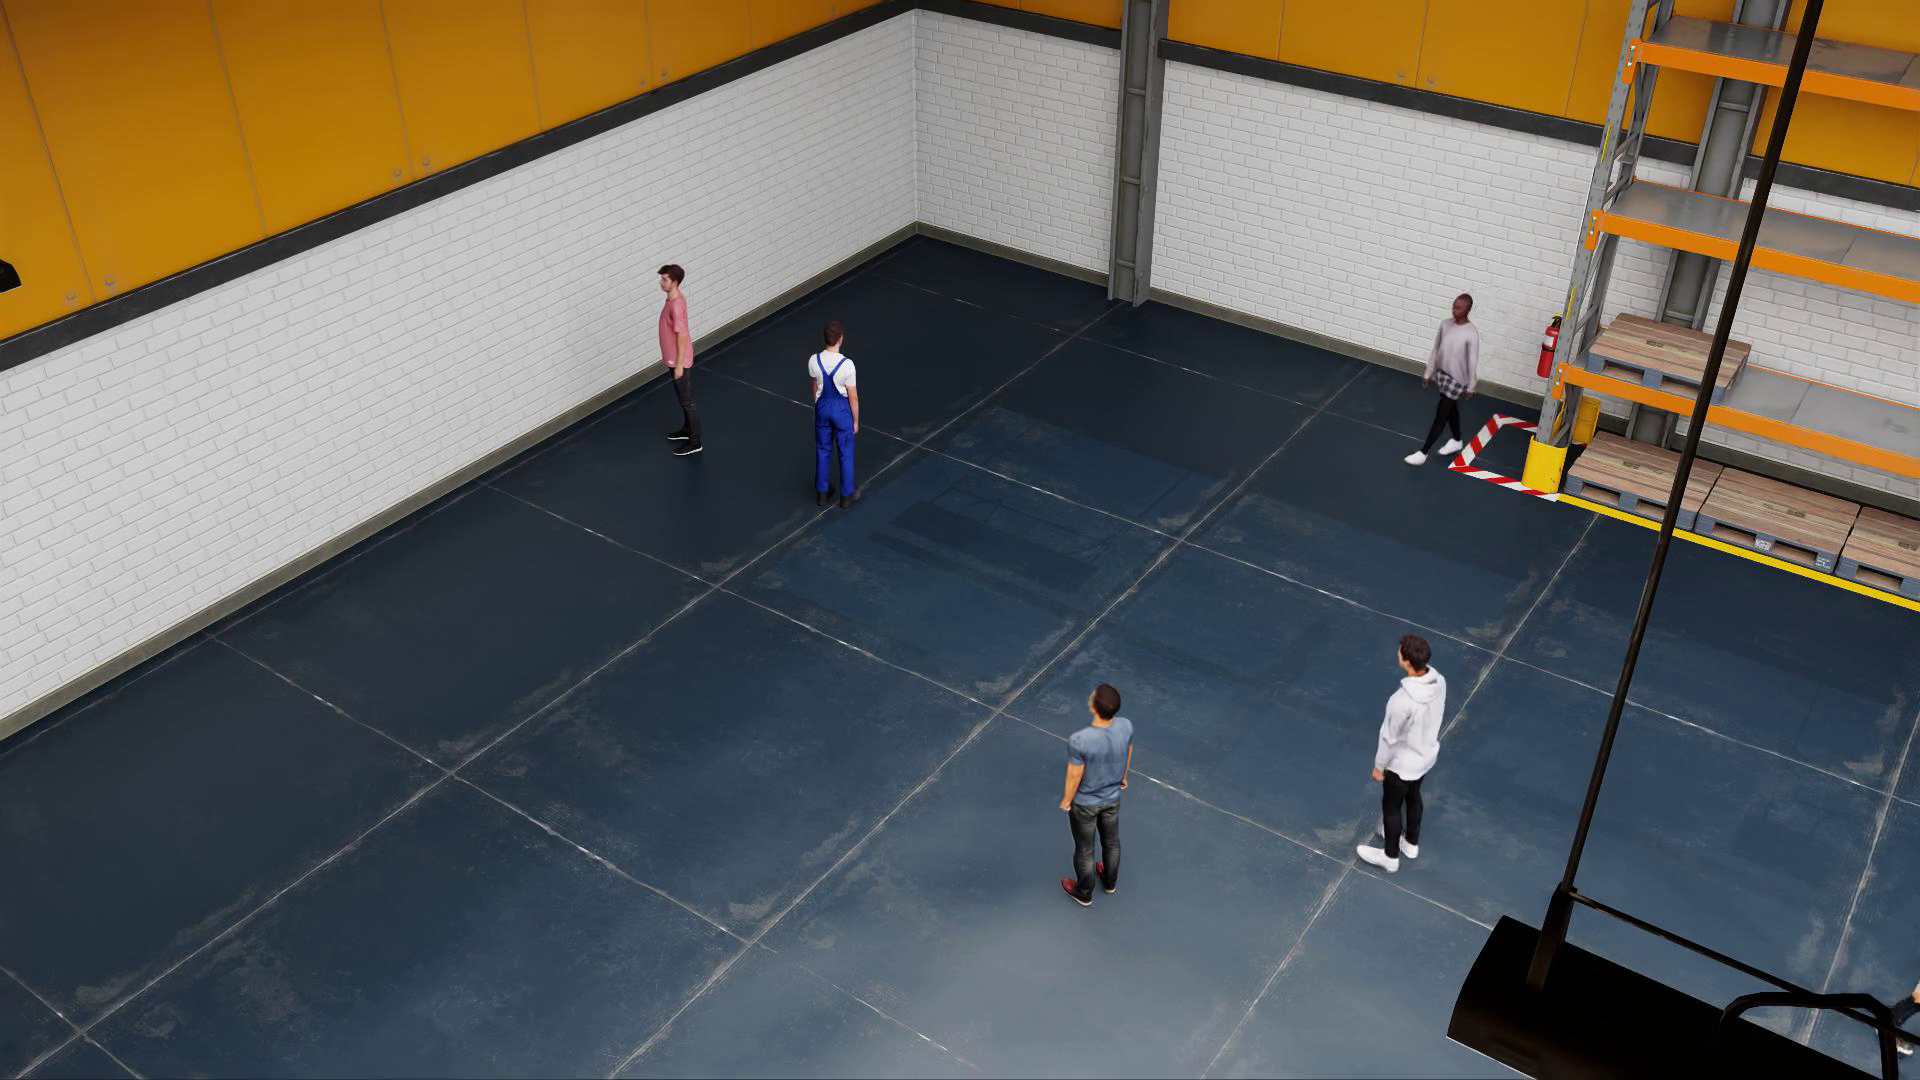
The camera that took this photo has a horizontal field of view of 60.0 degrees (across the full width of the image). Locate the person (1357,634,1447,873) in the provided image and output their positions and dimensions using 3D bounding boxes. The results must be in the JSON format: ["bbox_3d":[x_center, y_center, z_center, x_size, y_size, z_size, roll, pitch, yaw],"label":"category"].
[{"bbox_3d":[3.089,1.465,11.344,0.743,1.916,0.684,-27,42,-34],"label":"person"}]

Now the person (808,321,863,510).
[{"bbox_3d":[-1.168,-1.151,15.341,0.612,1.847,0.744,9,35,13],"label":"person"}]

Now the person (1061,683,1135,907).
[{"bbox_3d":[0.917,1.689,11.101,0.727,1.811,0.701,-17,37,-24],"label":"person"}]

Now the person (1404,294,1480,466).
[{"bbox_3d":[4.827,-1.572,16.069,1.006,1.742,1.097,-17,37,-24],"label":"person"}]

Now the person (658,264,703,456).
[{"bbox_3d":[-2.725,-1.772,16.173,0.775,1.961,0.686,-10,35,-14],"label":"person"}]
